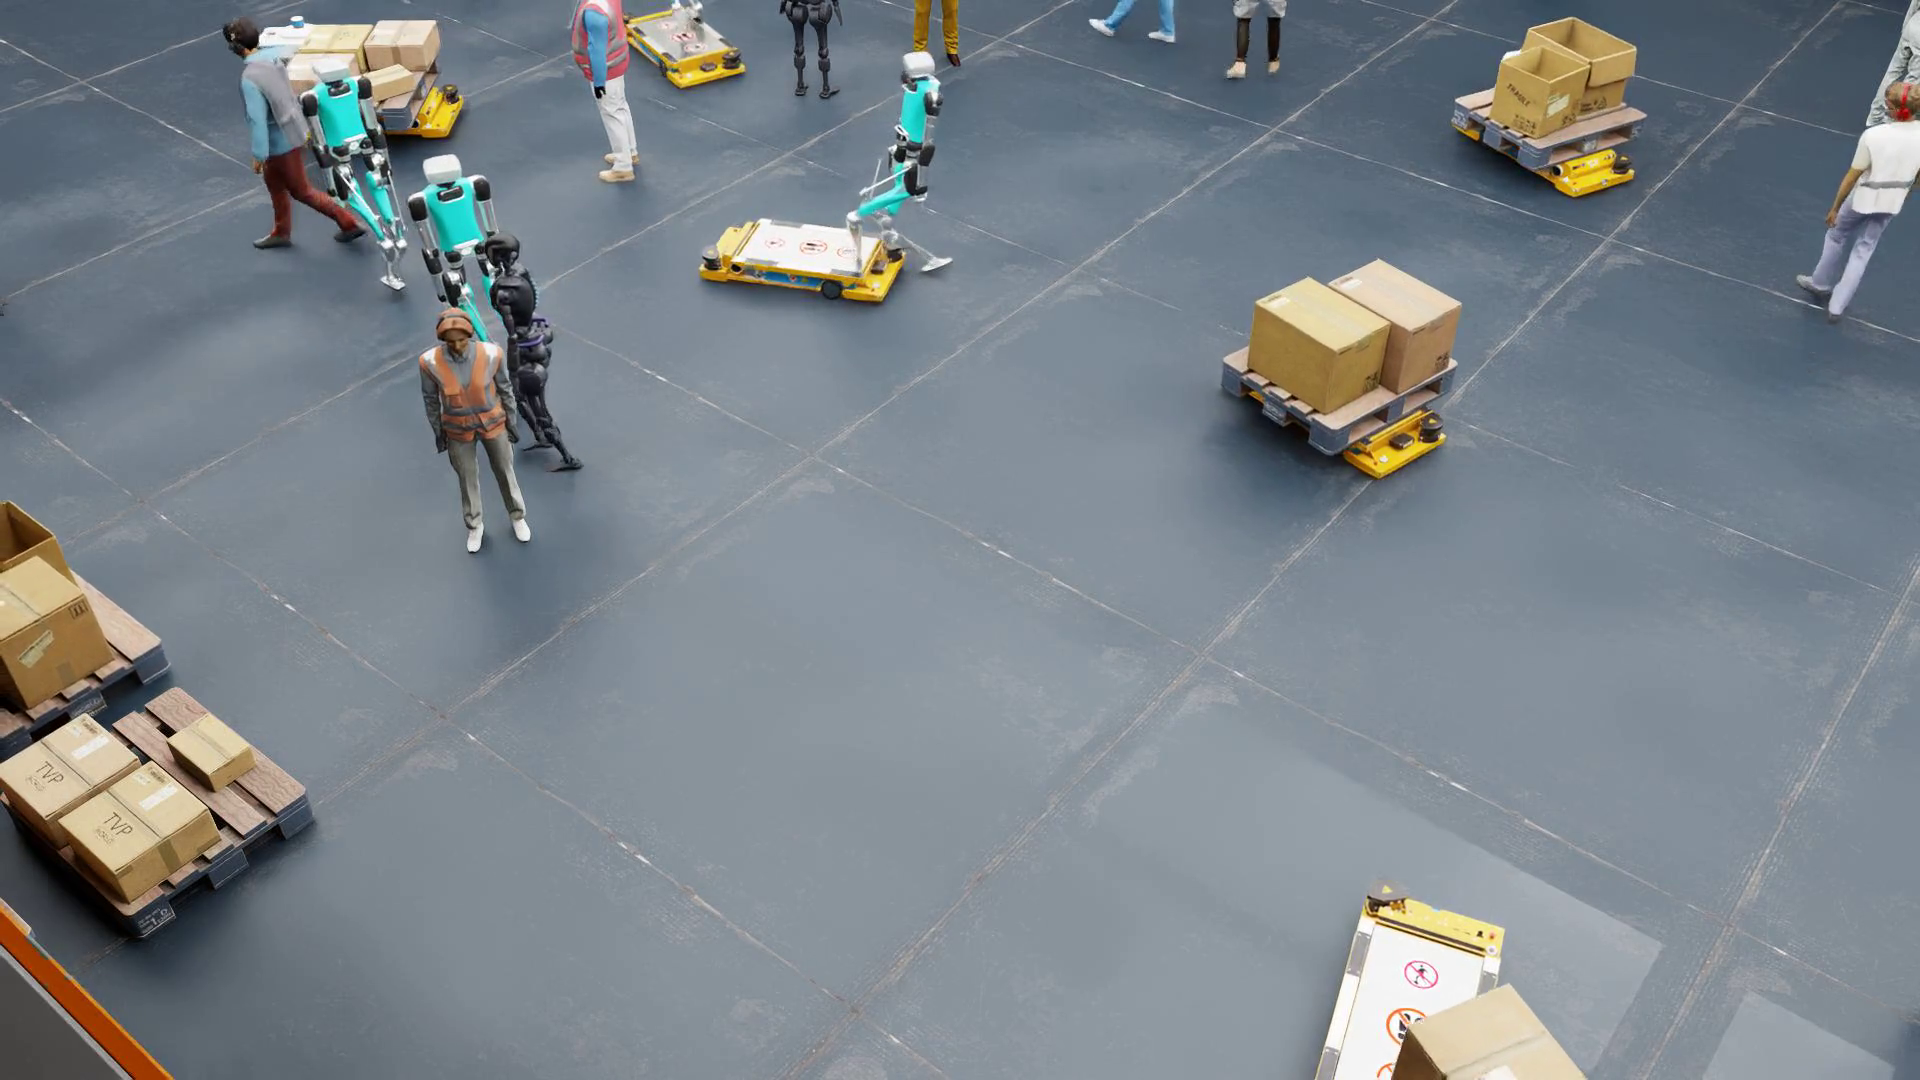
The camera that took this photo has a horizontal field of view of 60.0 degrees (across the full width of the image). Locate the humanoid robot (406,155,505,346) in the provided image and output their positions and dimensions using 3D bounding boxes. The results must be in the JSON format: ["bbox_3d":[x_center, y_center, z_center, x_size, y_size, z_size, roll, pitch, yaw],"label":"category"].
[{"bbox_3d":[-3.138,-1.623,10.852,0.556,1.742,0.974,-21,45,-23],"label":"humanoid robot"}]

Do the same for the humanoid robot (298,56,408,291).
[{"bbox_3d":[-4.221,-2.537,11.933,0.879,1.778,0.545,32,50,32],"label":"humanoid robot"}]

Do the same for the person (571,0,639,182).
[{"bbox_3d":[-2.860,-3.776,13.318,0.431,1.837,0.628,-1,40,-1],"label":"person"}]

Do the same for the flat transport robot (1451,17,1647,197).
[{"bbox_3d":[4.916,-3.334,14.000,0.659,0.231,1.431,-19,44,-21],"label":"flat transport robot"}]

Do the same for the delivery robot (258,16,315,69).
[{"bbox_3d":[-5.976,-4.438,15.093,0.791,0.614,0.499,0,40,0],"label":"delivery robot"}]

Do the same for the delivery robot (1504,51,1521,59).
[{"bbox_3d":[5.054,-3.970,14.543,0.499,0.614,0.802,-11,42,-13],"label":"delivery robot"}]

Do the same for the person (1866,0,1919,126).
[{"bbox_3d":[8.075,-4.198,13.889,0.320,1.728,0.487,-12,42,-14],"label":"person"}]

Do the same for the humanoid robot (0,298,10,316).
[{"bbox_3d":[-7.113,-2.352,11.766,0.418,1.641,0.612,-1,40,-1],"label":"humanoid robot"}]

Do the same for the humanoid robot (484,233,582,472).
[{"bbox_3d":[-2.685,-1.151,10.358,0.468,1.639,0.597,0,40,0],"label":"humanoid robot"}]

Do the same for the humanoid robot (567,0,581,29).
[{"bbox_3d":[-3.667,-5.690,15.637,0.749,1.784,0.530,-14,42,-15],"label":"humanoid robot"}]

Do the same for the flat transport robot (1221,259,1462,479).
[{"bbox_3d":[2.501,-0.934,11.177,0.659,0.231,1.431,-27,47,-28],"label":"flat transport robot"}]

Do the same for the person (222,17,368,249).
[{"bbox_3d":[-5.027,-2.986,12.386,0.838,1.840,0.540,-7,41,-8],"label":"person"}]

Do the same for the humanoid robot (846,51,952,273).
[{"bbox_3d":[-0.567,-2.629,12.082,1.049,1.754,0.549,-15,43,-17],"label":"humanoid robot"}]

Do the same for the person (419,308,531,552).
[{"bbox_3d":[-2.848,-0.654,9.789,0.510,1.638,0.306,-11,42,-12],"label":"person"}]

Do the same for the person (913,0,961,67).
[{"bbox_3d":[-0.198,-5.098,14.939,0.529,1.748,0.342,-9,41,-11],"label":"person"}]

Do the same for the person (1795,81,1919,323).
[{"bbox_3d":[6.441,-2.429,11.753,0.676,1.802,0.624,3,40,3],"label":"person"}]

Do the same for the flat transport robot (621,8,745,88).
[{"bbox_3d":[-2.620,-4.620,15.512,0.659,0.231,1.431,-22,45,-24],"label":"flat transport robot"}]

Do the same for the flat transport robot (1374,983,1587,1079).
[{"bbox_3d":[1.998,2.873,6.698,0.659,0.231,1.431,-16,43,-18],"label":"flat transport robot"}]

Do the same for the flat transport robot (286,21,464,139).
[{"bbox_3d":[-5.116,-3.724,14.458,1.431,0.231,0.659,0,40,0],"label":"flat transport robot"}]

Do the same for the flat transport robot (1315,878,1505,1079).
[{"bbox_3d":[2.020,2.194,7.497,0.659,0.231,1.431,15,43,17],"label":"flat transport robot"}]

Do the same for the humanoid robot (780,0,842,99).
[{"bbox_3d":[-1.325,-4.701,14.510,0.599,1.657,0.315,13,42,15],"label":"humanoid robot"}]

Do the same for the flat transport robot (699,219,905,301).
[{"bbox_3d":[-1.187,-2.126,12.578,1.431,0.231,0.659,9,41,11],"label":"flat transport robot"}]

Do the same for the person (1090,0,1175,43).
[{"bbox_3d":[1.676,-5.457,15.400,0.820,1.691,0.516,16,43,18],"label":"person"}]

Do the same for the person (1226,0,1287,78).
[{"bbox_3d":[2.738,-4.898,14.753,0.640,1.684,0.451,-2,40,-2],"label":"person"}]

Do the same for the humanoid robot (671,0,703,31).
[{"bbox_3d":[-2.644,-5.296,15.187,0.571,1.760,0.844,-19,44,-21],"label":"humanoid robot"}]
